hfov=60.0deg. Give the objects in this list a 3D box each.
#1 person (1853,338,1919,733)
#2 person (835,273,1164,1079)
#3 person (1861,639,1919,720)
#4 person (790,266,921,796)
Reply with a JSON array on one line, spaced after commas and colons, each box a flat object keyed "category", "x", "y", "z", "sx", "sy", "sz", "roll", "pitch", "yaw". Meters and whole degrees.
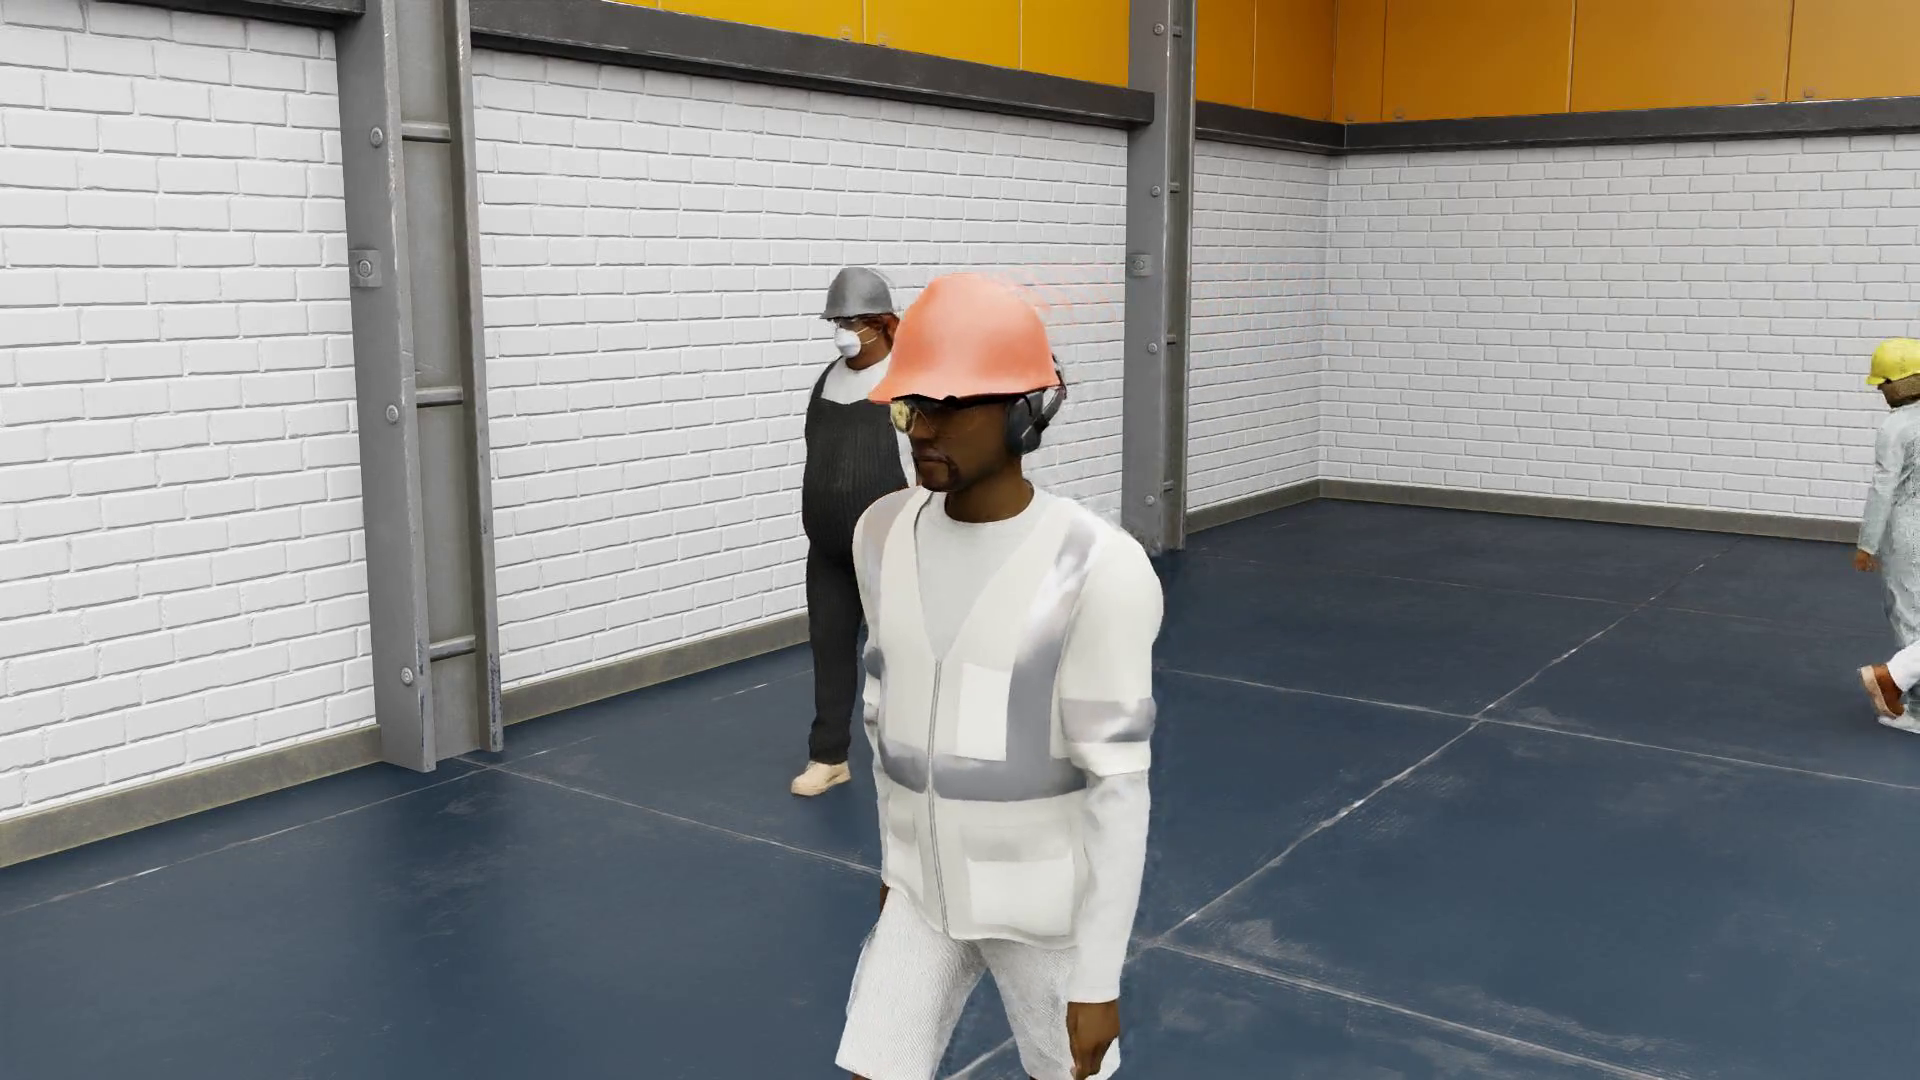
[{"category": "person", "x": 4.031, "y": -0.010, "z": 7.082, "sx": 0.542, "sy": 1.702, "sz": 0.420, "roll": -5, "pitch": 11, "yaw": -27}, {"category": "person", "x": -0.006, "y": 0.584, "z": 2.689, "sx": 0.636, "sy": 1.990, "sz": 1.049, "roll": 7, "pitch": 12, "yaw": 37}, {"category": "person", "x": 4.201, "y": -0.072, "z": 6.999, "sx": 0.616, "sy": 1.865, "sz": 0.647, "roll": 1, "pitch": 10, "yaw": 8}, {"category": "person", "x": -0.292, "y": -0.075, "z": 6.487, "sx": 0.677, "sy": 2.000, "sz": 0.882, "roll": 6, "pitch": 11, "yaw": 31}]
